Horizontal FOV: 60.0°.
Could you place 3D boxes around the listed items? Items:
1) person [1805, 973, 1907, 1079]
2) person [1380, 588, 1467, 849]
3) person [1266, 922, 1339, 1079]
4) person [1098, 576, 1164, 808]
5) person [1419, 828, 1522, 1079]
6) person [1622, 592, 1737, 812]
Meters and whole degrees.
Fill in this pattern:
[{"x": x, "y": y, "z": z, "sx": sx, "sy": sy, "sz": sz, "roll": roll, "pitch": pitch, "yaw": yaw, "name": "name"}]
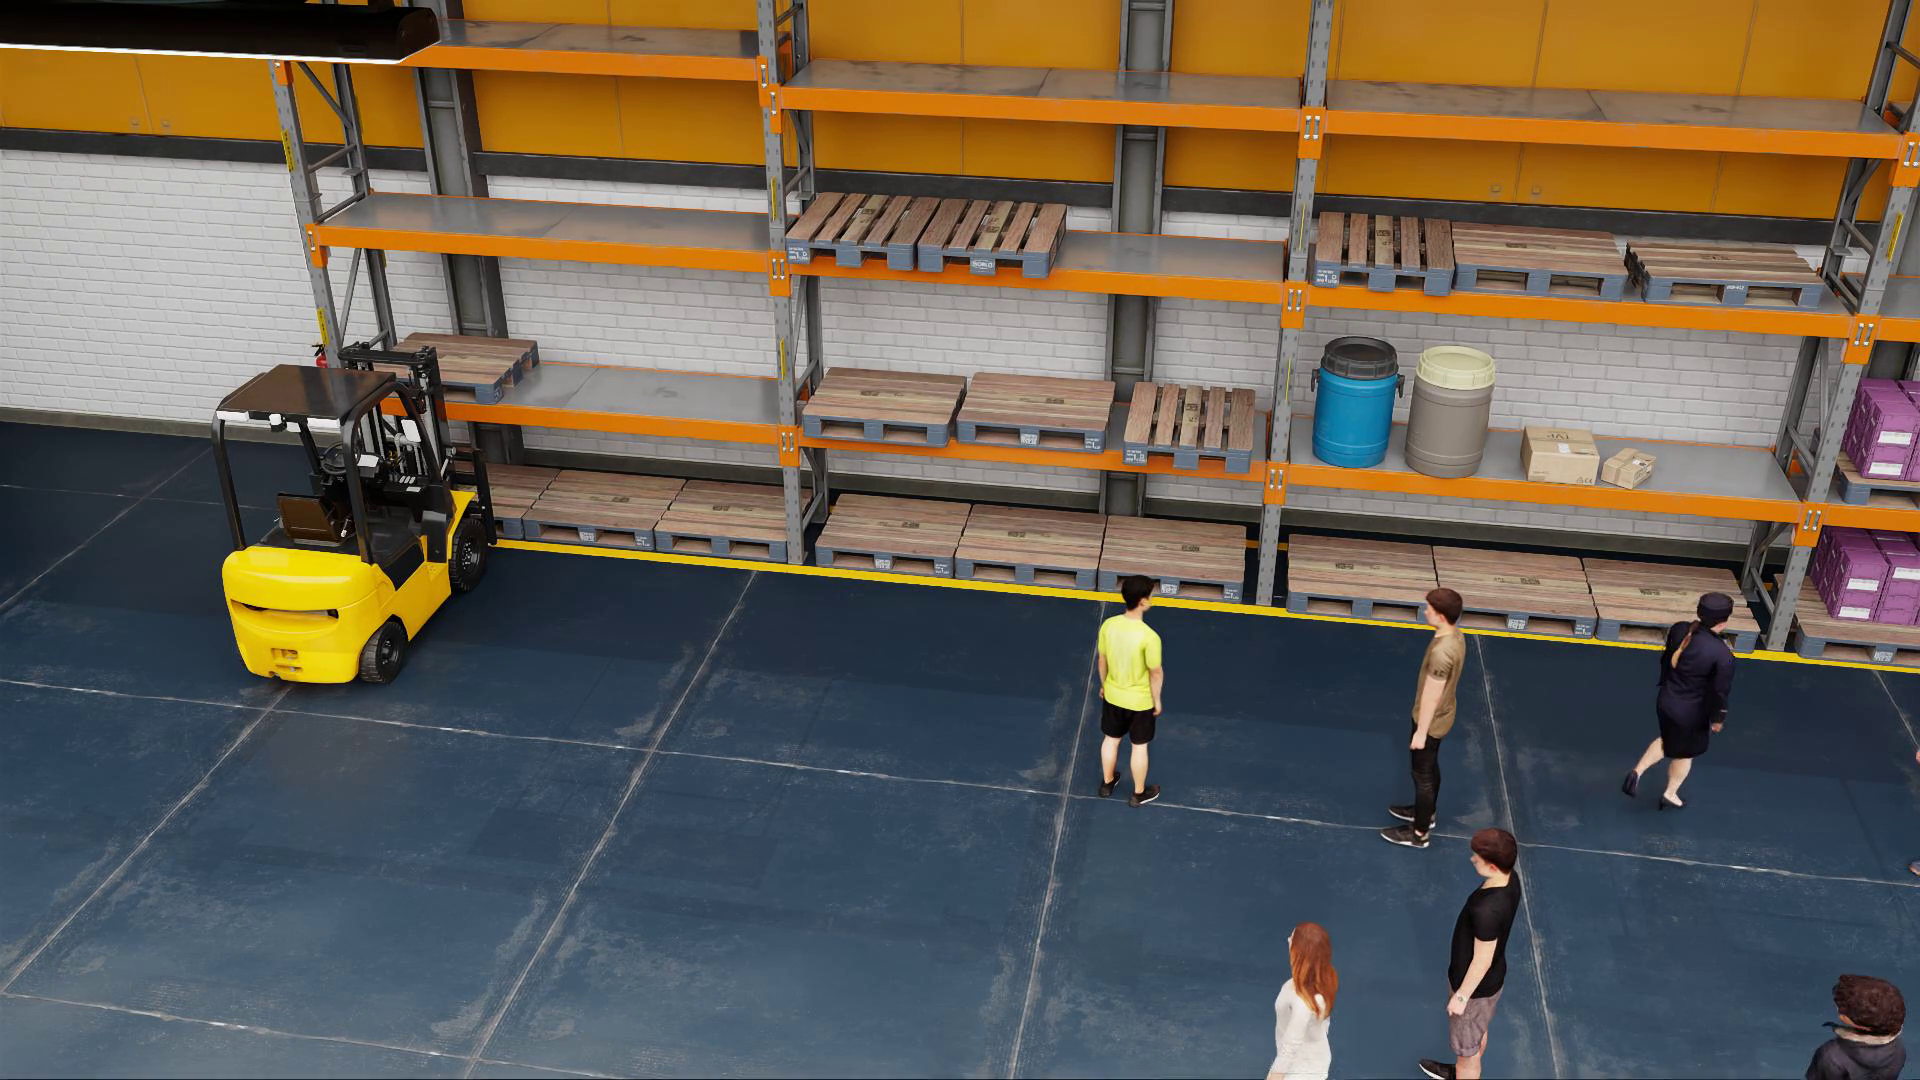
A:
[{"x": 4.106, "y": 2.783, "z": 7.823, "sx": 0.776, "sy": 1.761, "sz": 0.885, "roll": -3, "pitch": 29, "yaw": -5, "name": "person"}, {"x": 3.061, "y": 1.140, "z": 10.743, "sx": 0.631, "sy": 1.849, "sz": 0.702, "roll": 10, "pitch": 30, "yaw": 18, "name": "person"}, {"x": 1.775, "y": 2.628, "z": 8.196, "sx": 1.215, "sy": 1.677, "sz": 0.778, "roll": 11, "pitch": 31, "yaw": 20, "name": "person"}, {"x": 1.135, "y": 1.016, "z": 11.121, "sx": 0.622, "sy": 1.706, "sz": 0.758, "roll": 19, "pitch": 34, "yaw": 31, "name": "person"}, {"x": 2.701, "y": 2.263, "z": 8.675, "sx": 0.676, "sy": 1.858, "sz": 0.729, "roll": 13, "pitch": 31, "yaw": 22, "name": "person"}, {"x": 4.738, "y": 1.116, "z": 10.983, "sx": 0.934, "sy": 1.663, "sz": 0.875, "roll": -9, "pitch": 30, "yaw": -16, "name": "person"}]
